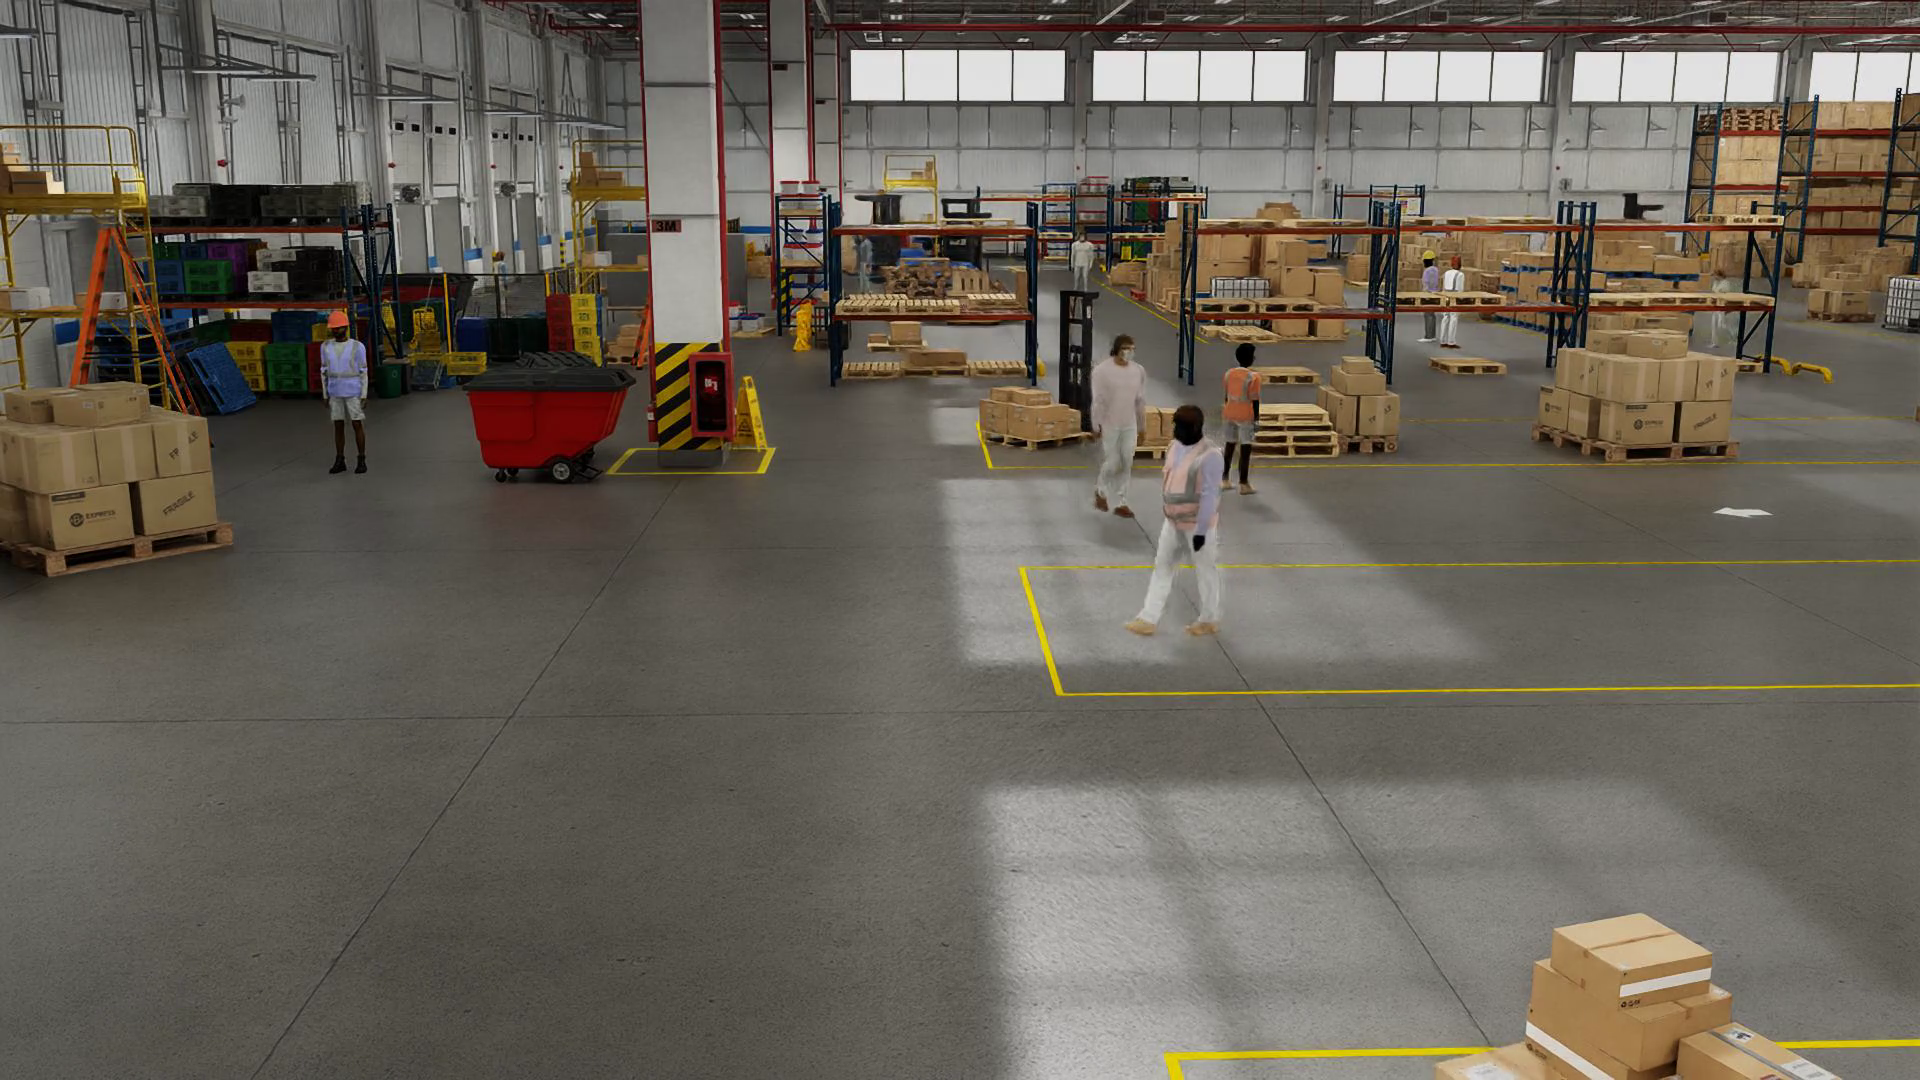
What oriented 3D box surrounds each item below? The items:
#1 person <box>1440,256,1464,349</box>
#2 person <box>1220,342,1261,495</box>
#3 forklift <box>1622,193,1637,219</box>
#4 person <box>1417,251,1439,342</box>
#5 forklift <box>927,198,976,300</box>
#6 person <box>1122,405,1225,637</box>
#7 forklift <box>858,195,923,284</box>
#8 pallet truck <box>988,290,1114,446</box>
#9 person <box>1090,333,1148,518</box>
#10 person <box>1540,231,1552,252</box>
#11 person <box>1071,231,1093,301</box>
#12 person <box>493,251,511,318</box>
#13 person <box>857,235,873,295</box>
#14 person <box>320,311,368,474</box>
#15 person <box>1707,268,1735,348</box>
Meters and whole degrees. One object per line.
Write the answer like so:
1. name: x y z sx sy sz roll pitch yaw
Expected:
1. person: 9.995 -4.810 33.734 0.349 1.877 0.576 -5 14 -23
2. person: 3.136 -1.356 18.563 0.321 1.691 0.534 -9 16 -37
3. forklift: 23.154 -10.626 57.698 1.873 2.768 1.129 6 14 27
4. person: 9.882 -5.136 35.116 0.407 1.918 0.584 8 15 32
5. forklift: -0.050 -8.049 46.063 1.129 2.768 1.873 6 14 27
6. person: 1.644 -0.116 12.674 0.874 1.806 0.660 -7 14 -29
7. forklift: -2.223 -9.687 53.459 1.873 2.768 1.129 -7 14 -28
8. pallet truck: 1.257 -2.299 22.111 1.885 1.965 0.823 -9 15 -35
9. person: 1.655 -1.176 17.212 0.647 1.920 0.446 -6 14 -25
10. person: 19.617 -9.708 55.833 0.545 1.891 1.000 -8 15 -33
11. person: 3.386 -7.602 46.237 0.637 1.945 0.494 2 13 8
12. person: -11.279 -6.261 40.840 0.313 1.634 0.514 -11 16 -40
13. person: -2.711 -7.983 48.035 0.411 1.885 0.680 -4 13 -19
14. person: -7.315 -1.747 19.756 0.552 1.937 0.356 0 12 0
15. person: 15.573 -4.743 34.005 0.474 1.615 0.532 -2 13 -7
